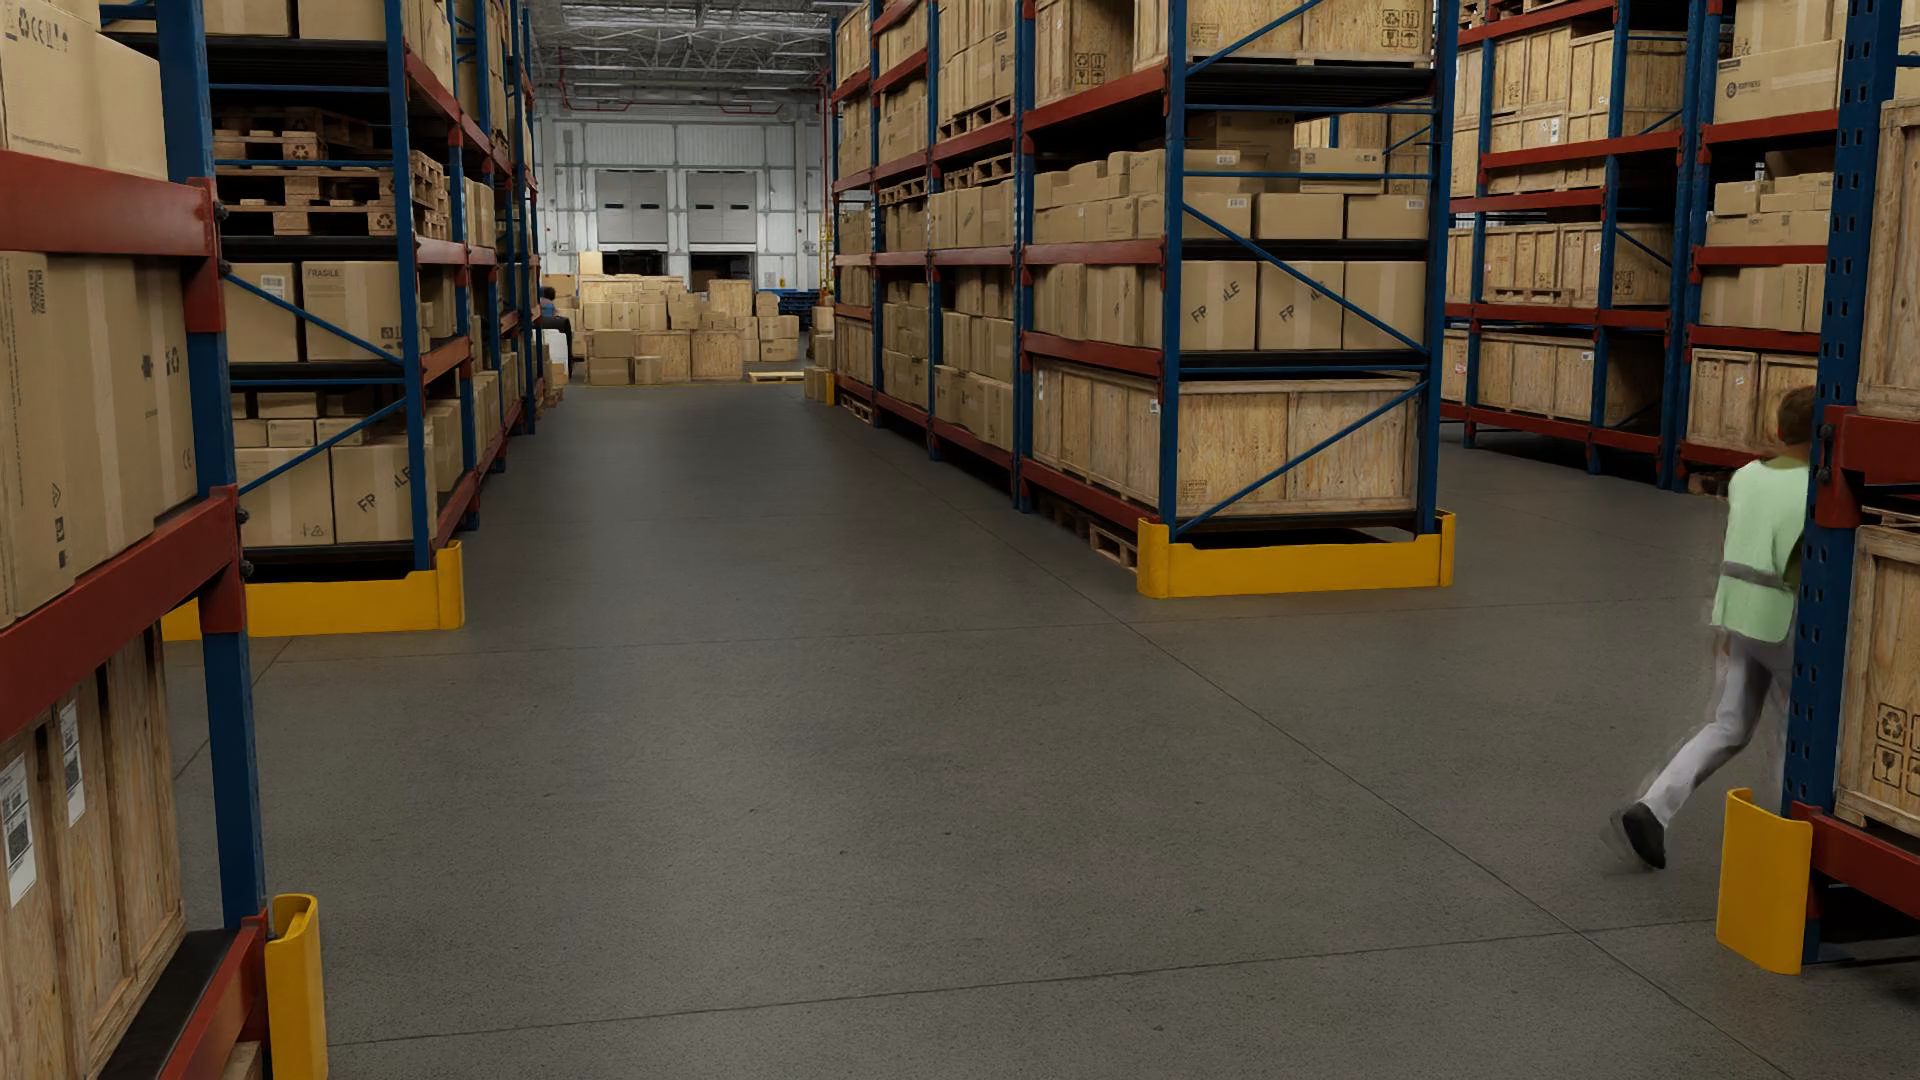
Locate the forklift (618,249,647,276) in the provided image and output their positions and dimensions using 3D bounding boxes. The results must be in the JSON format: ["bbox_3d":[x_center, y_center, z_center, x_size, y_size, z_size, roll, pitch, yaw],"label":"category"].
[{"bbox_3d":[-11.221,-8.596,57.218,1.129,2.768,1.873,-6,11,-31],"label":"forklift"}]

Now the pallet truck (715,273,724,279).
[{"bbox_3d":[-8.580,-8.986,62.280,1.885,1.965,0.823,1,9,5],"label":"pallet truck"}]

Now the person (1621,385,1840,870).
[{"bbox_3d":[2.875,0.345,5.981,0.864,1.817,0.579,-2,10,-12],"label":"person"}]

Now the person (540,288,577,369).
[{"bbox_3d":[-8.740,-4.489,35.529,0.970,1.781,0.630,-6,11,-32],"label":"person"}]
